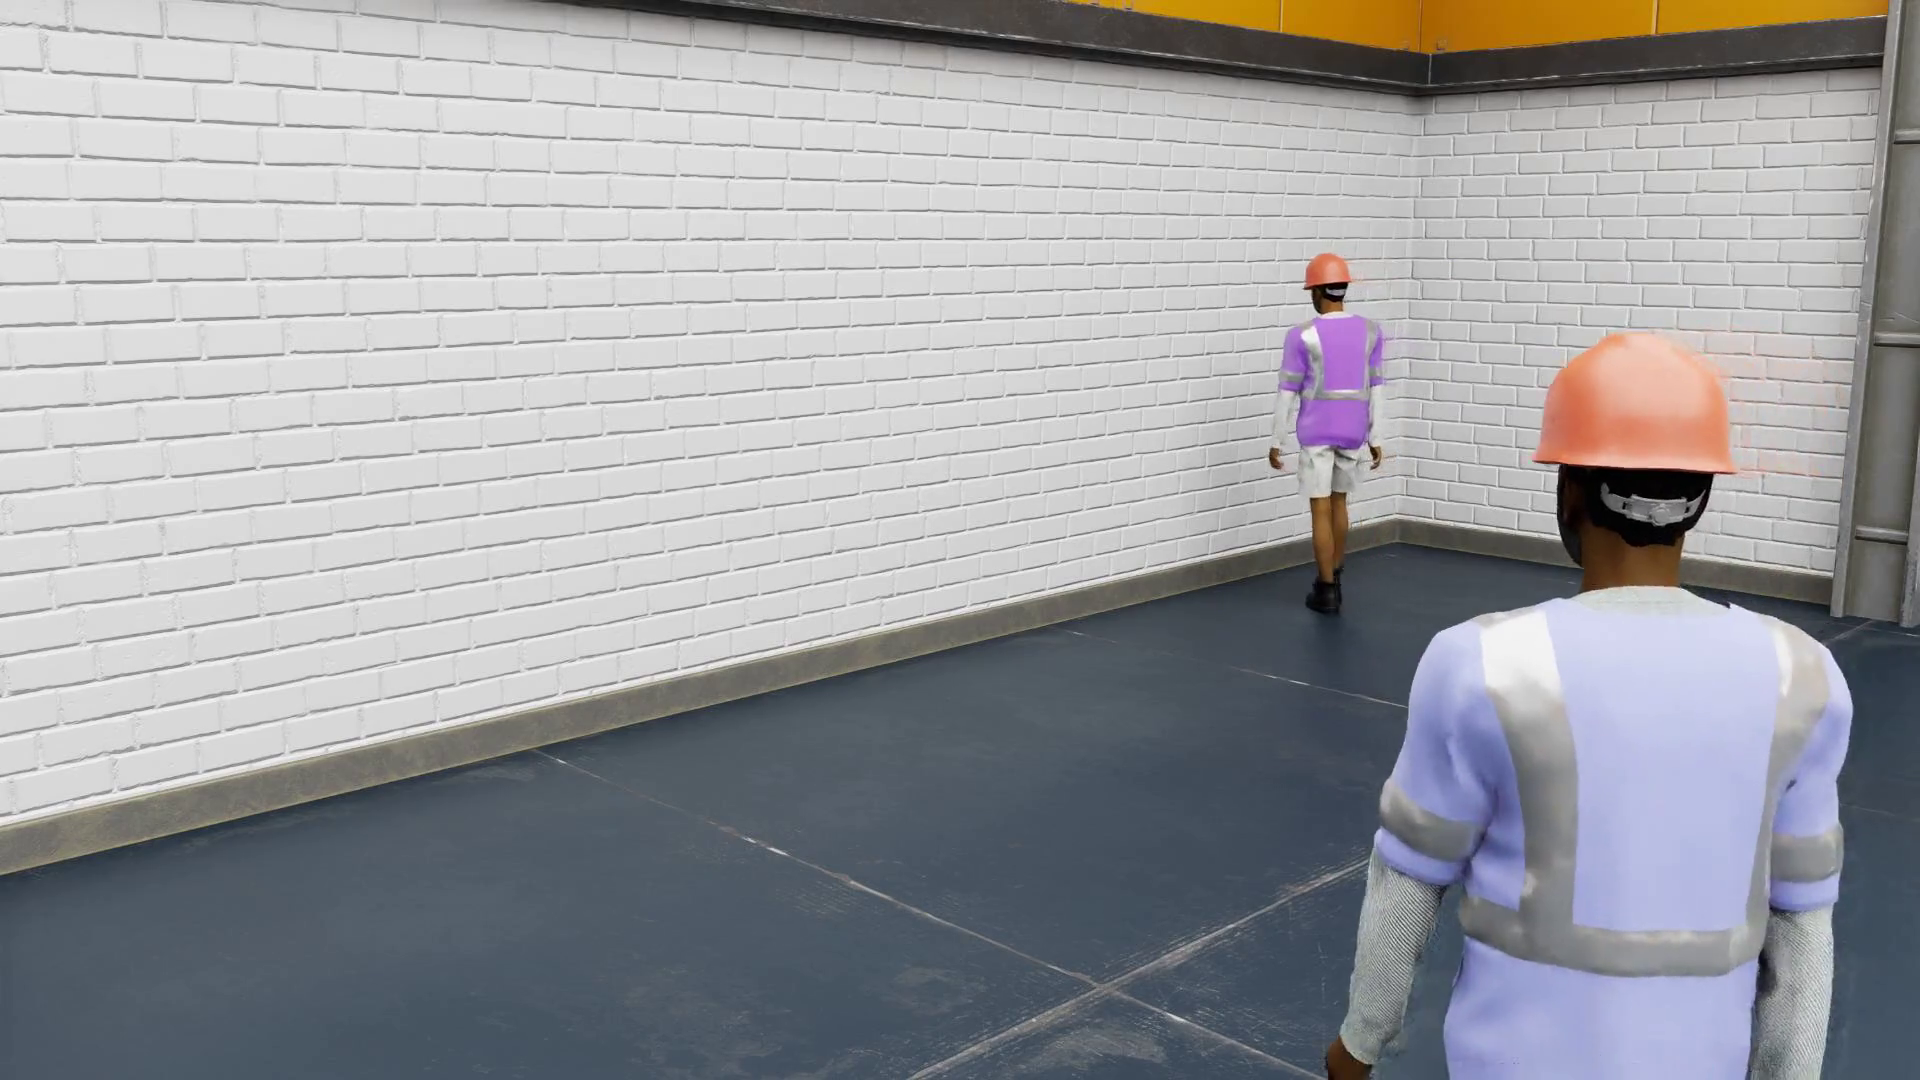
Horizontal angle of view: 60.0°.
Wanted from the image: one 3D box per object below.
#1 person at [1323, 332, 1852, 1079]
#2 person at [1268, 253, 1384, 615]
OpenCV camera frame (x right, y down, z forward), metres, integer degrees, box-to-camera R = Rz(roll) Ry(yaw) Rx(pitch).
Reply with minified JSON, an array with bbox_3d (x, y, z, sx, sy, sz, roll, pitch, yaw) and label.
[{"bbox_3d":[0.817,0.669,2.289,0.569,1.886,0.970,-1,10,-6],"label":"person"},{"bbox_3d":[1.943,-0.580,9.019,0.578,1.920,0.653,-2,11,-12],"label":"person"}]
